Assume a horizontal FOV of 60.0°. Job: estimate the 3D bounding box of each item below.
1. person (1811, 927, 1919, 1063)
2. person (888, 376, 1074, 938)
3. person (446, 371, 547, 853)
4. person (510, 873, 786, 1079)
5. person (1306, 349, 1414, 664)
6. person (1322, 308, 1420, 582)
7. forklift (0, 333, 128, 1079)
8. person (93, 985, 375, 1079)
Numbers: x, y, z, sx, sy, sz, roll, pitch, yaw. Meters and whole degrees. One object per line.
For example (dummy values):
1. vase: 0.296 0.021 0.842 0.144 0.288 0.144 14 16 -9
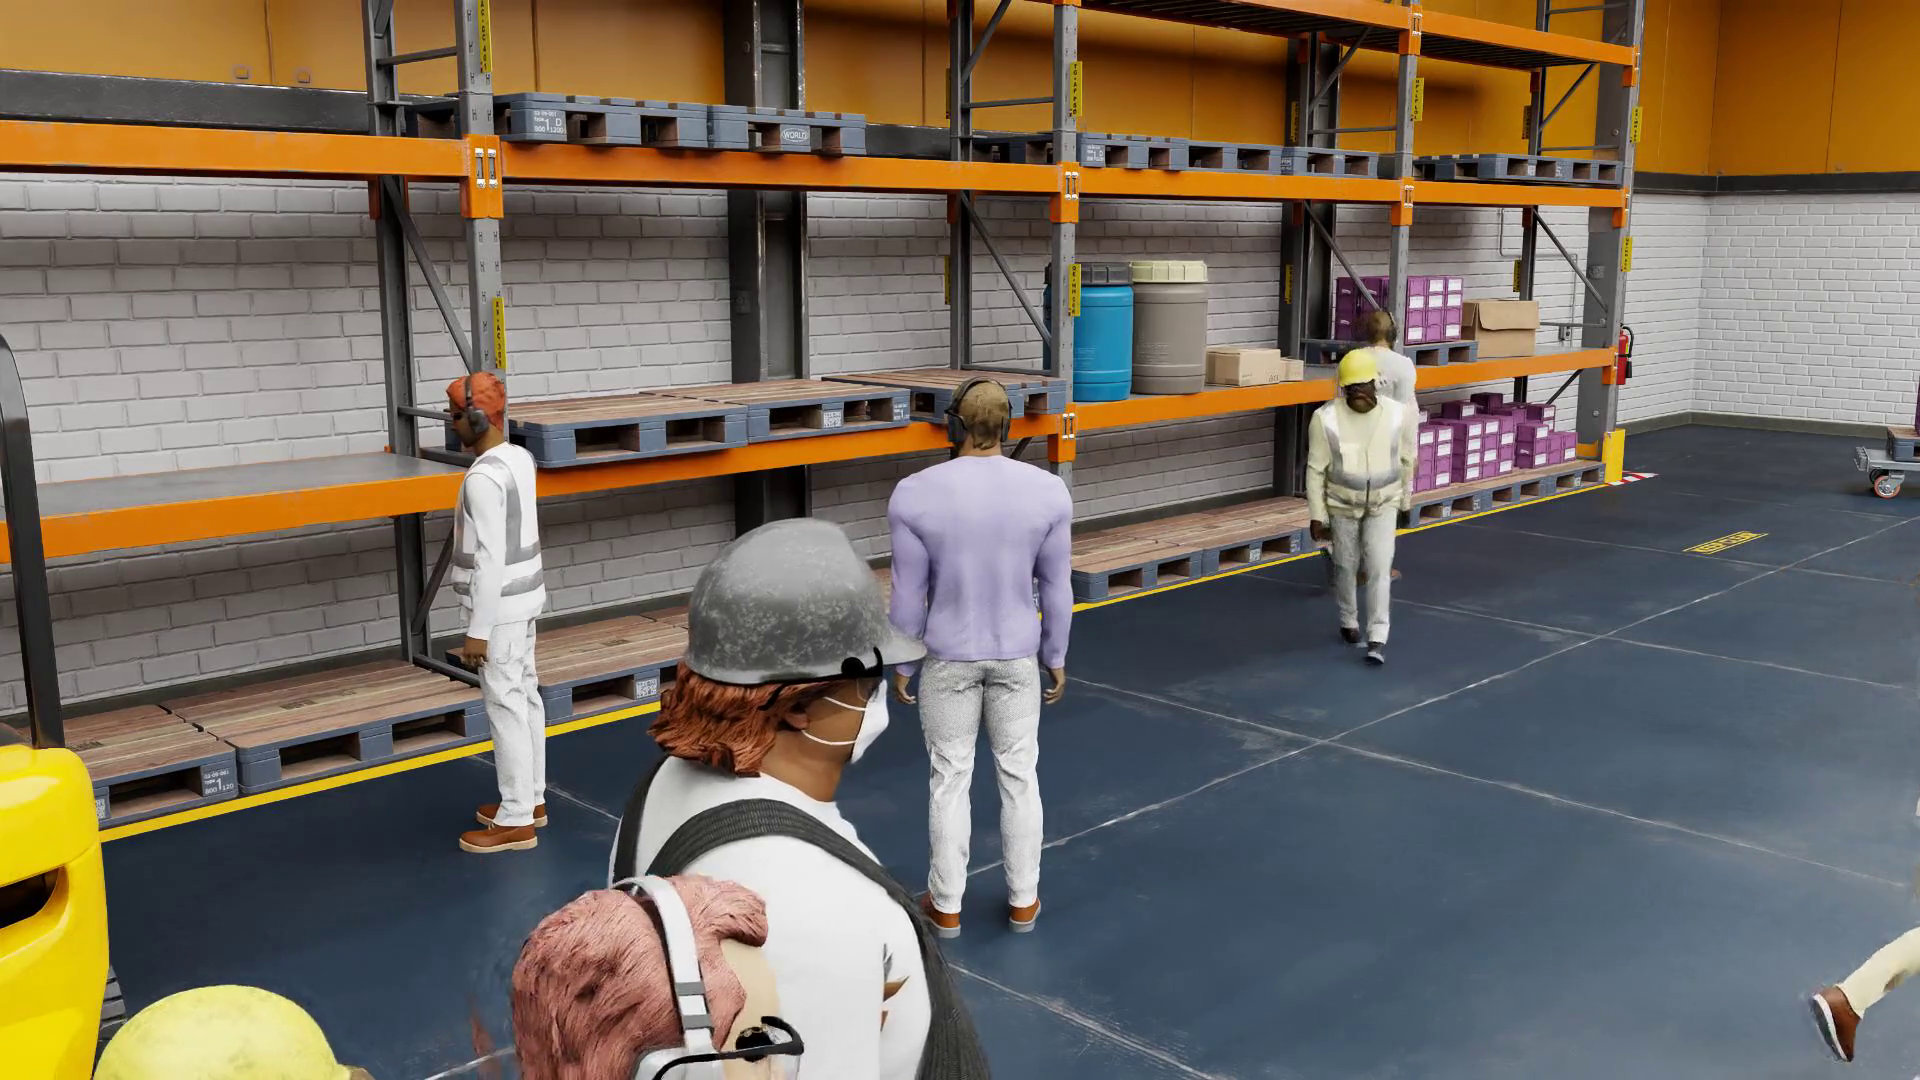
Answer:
1. person: 2.725 0.787 4.509 0.545 1.619 0.510 2 11 9
2. person: 0.071 0.407 5.703 0.635 1.940 0.367 -1 10 -7
3. person: -1.816 0.281 6.530 0.355 1.887 0.573 0 10 -1
4. person: -0.217 1.228 1.397 0.841 1.870 0.724 2 11 11
5. person: 2.281 -0.195 9.438 0.641 1.767 0.876 1 10 5
6. person: 2.770 -0.612 11.323 0.757 1.921 0.624 -6 12 -31
7. forklift: -3.289 0.485 4.582 1.214 2.155 2.313 -10 14 -44
8. person: -0.634 1.235 1.812 0.503 1.708 0.678 0 10 1
